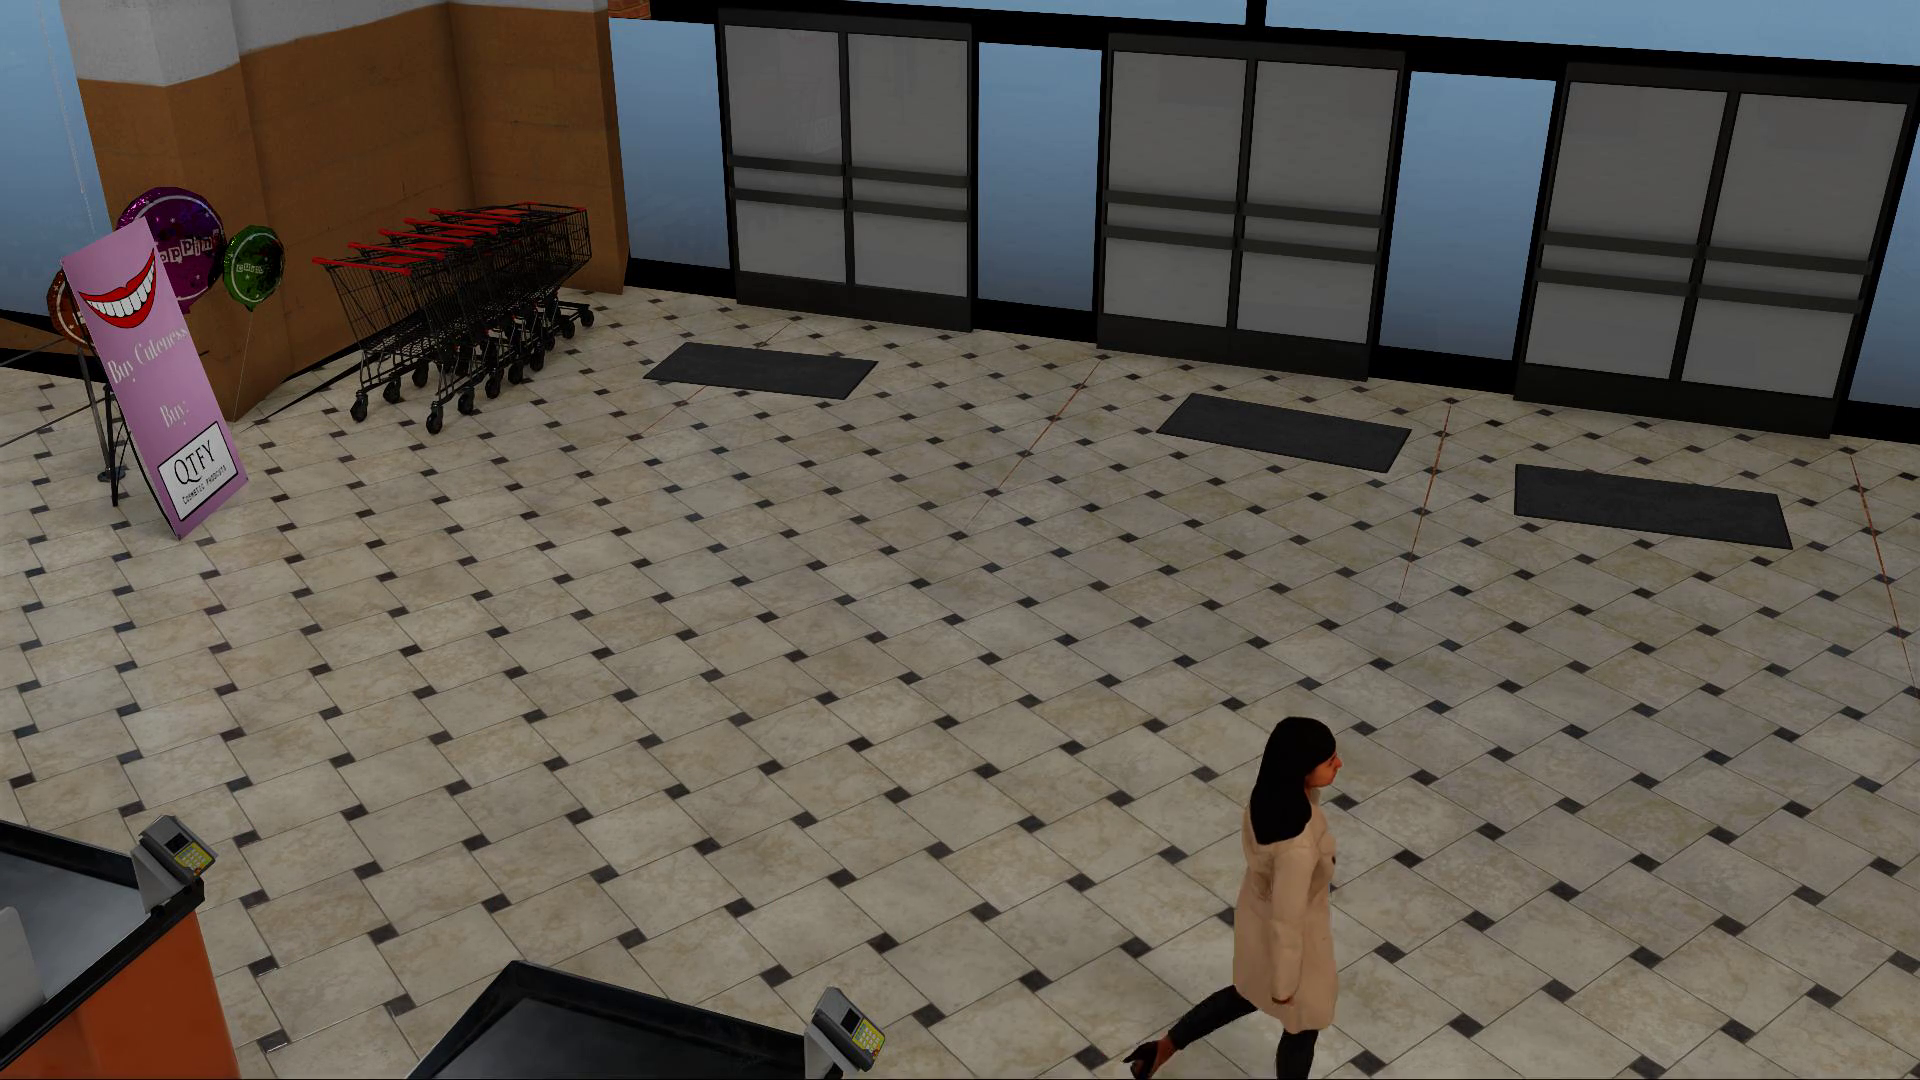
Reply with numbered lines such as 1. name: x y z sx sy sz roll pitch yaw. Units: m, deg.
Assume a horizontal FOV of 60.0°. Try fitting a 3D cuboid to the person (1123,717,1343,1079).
1. person: 0.930 1.269 5.294 0.906 1.664 0.974 0 27 0
